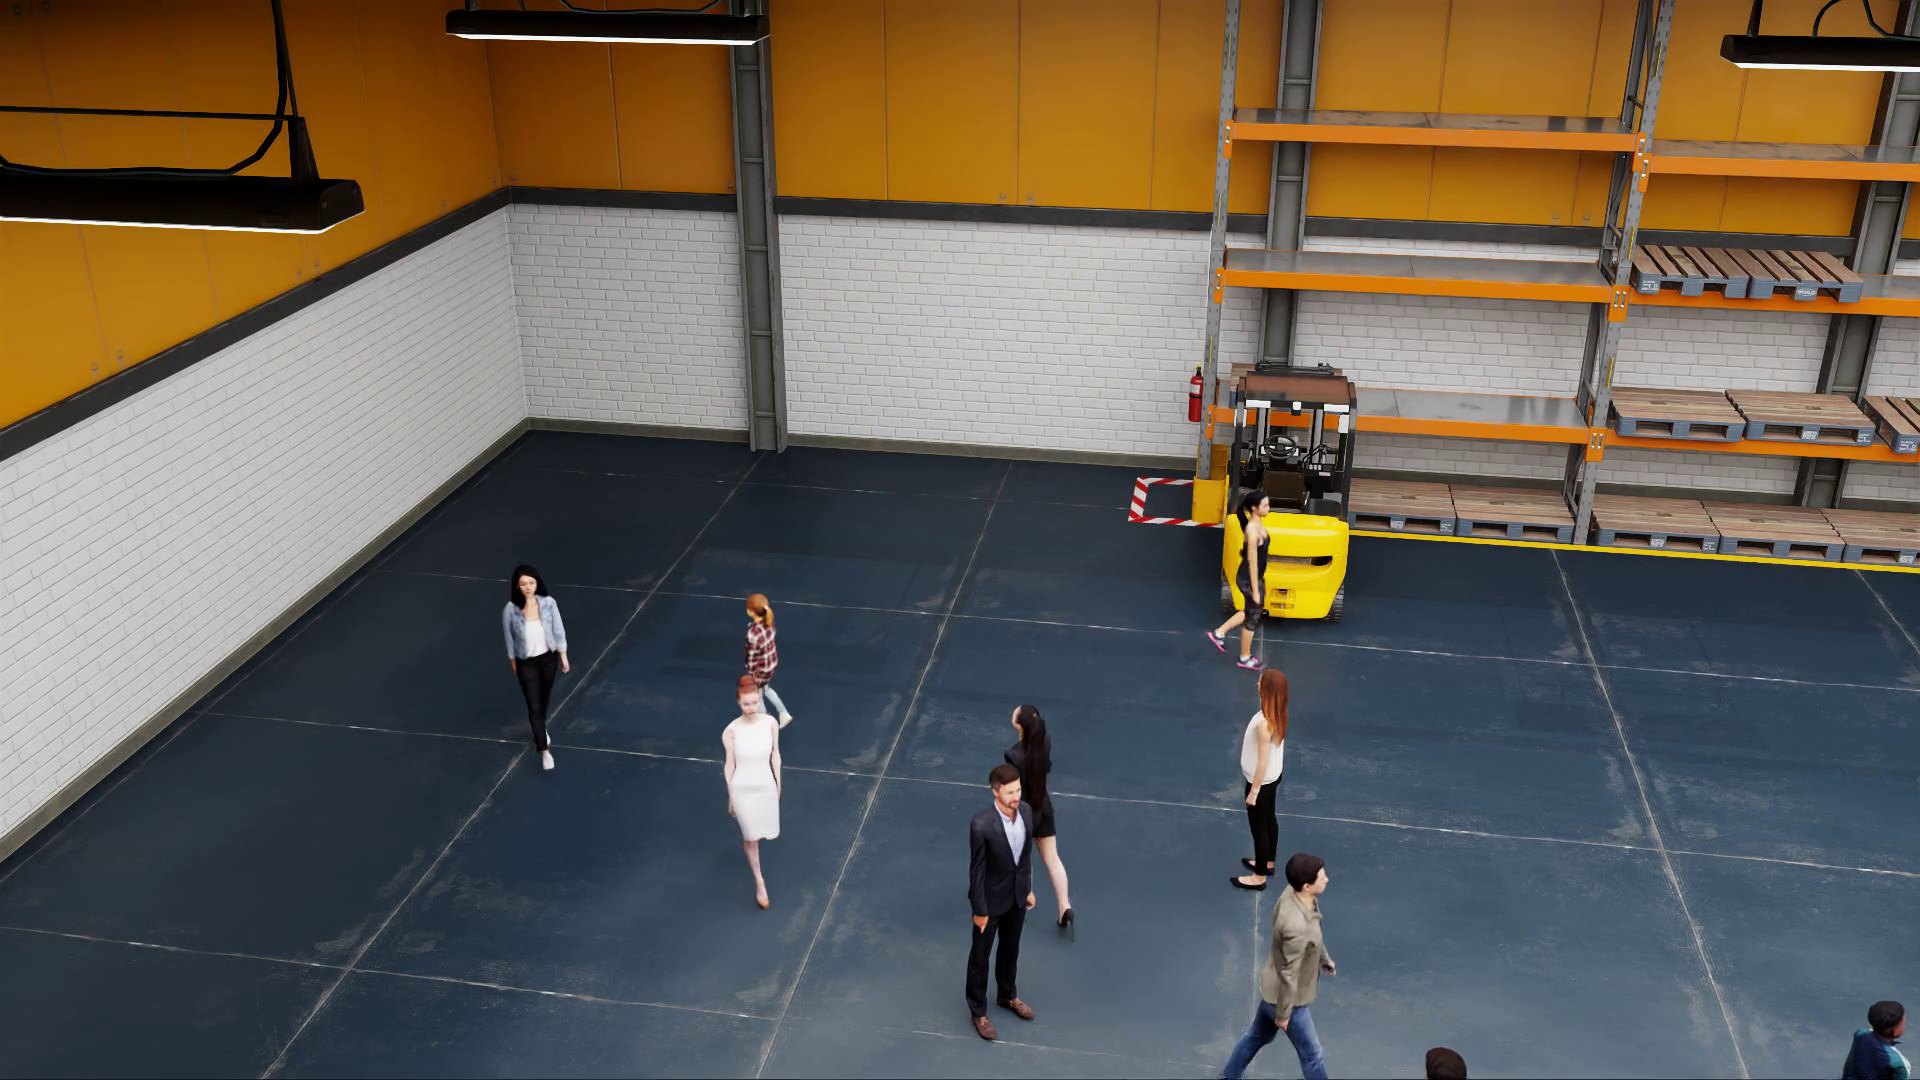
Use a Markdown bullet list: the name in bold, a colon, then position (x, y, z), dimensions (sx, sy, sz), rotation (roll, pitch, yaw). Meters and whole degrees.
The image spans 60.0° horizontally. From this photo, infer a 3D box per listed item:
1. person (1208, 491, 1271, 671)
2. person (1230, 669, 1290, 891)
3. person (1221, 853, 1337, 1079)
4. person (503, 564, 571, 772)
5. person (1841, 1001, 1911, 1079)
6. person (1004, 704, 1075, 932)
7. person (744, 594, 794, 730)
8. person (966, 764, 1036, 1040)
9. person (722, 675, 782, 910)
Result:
- **person**: position (2.500, 0.362, 14.815), dimensions (0.795, 1.714, 0.611), rotation (7, 24, 15)
- **person**: position (2.159, 1.687, 11.774), dimensions (0.592, 1.722, 0.638), rotation (11, 26, 24)
- **person**: position (1.796, 2.588, 9.593), dimensions (1.144, 1.817, 0.727), rotation (3, 24, 7)
- **person**: position (-3.450, 0.957, 13.505), dimensions (1.058, 1.673, 1.049), rotation (-12, 26, -25)
- **person**: position (4.966, 3.086, 9.173), dimensions (0.867, 1.242, 0.664), rotation (-5, 24, -10)
- **person**: position (0.549, 1.912, 11.339), dimensions (1.014, 1.657, 1.092), rotation (-17, 29, -34)
- **person**: position (-1.587, 1.049, 13.762), dimensions (0.718, 1.297, 0.626), rotation (11, 26, 24)
- **person**: position (0.258, 2.216, 10.381), dimensions (0.741, 1.868, 0.791), rotation (-17, 29, -34)
- **person**: position (-1.461, 1.733, 11.596), dimensions (0.855, 1.779, 0.863), rotation (-10, 25, -21)
